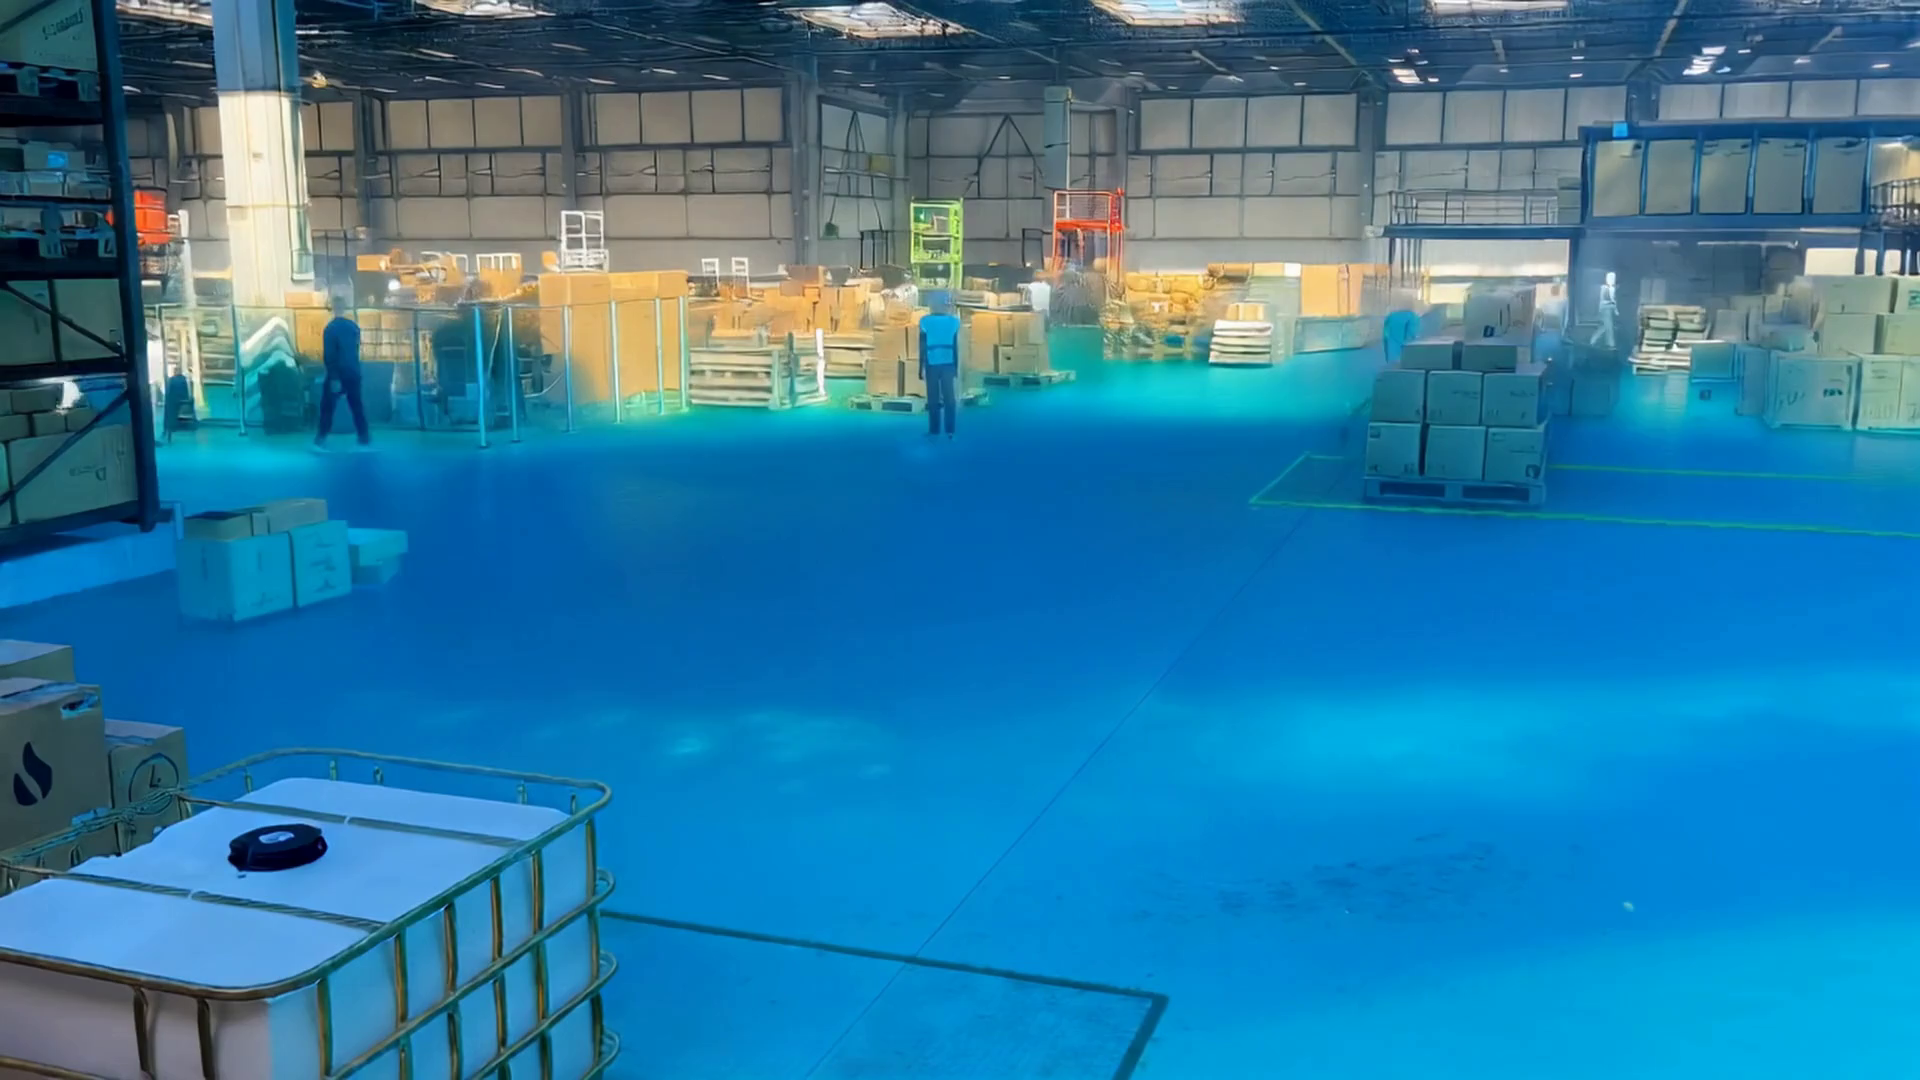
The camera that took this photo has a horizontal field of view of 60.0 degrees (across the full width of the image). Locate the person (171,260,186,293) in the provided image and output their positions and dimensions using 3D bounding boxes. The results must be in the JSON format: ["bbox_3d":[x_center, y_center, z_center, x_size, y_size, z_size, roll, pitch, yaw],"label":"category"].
[{"bbox_3d":[-31.506,-10.351,66.957,0.799,1.960,0.625,-8,13,-39],"label":"person"}]

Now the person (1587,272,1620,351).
[{"bbox_3d":[15.372,-5.445,39.622,0.575,1.859,0.843,-9,13,-41],"label":"person"}]

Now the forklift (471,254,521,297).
[{"bbox_3d":[-17.990,-10.121,64.684,1.157,1.987,2.680,3,11,17],"label":"forklift"}]

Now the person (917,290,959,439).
[{"bbox_3d":[-0.274,-2.266,21.547,0.597,1.916,0.372,-6,12,-30],"label":"person"}]

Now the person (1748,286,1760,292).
[{"bbox_3d":[27.418,-8.527,57.603,0.494,1.624,0.280,4,11,20],"label":"person"}]

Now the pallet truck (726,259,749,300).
[{"bbox_3d":[-7.986,-9.493,62.019,0.823,1.965,1.885,3,11,17],"label":"pallet truck"}]

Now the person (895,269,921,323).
[{"bbox_3d":[-1.252,-5.499,39.753,0.559,1.915,0.458,-5,11,-26],"label":"person"}]

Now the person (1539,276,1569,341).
[{"bbox_3d":[11.242,-4.060,31.657,0.579,1.908,0.809,8,13,38],"label":"person"}]

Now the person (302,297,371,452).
[{"bbox_3d":[-7.545,-1.982,20.066,0.913,1.866,0.671,3,10,16],"label":"person"}]

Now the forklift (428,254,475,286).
[{"bbox_3d":[-20.133,-10.254,65.465,1.157,1.987,2.680,3,11,19],"label":"forklift"}]

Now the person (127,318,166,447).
[{"bbox_3d":[-10.112,-1.949,20.599,0.473,1.613,0.517,3,10,14],"label":"person"}]

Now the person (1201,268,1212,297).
[{"bbox_3d":[8.199,-8.219,55.562,0.489,1.744,0.295,-9,14,-42],"label":"person"}]

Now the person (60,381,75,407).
[{"bbox_3d":[-11.818,-2.320,21.584,0.703,2.017,0.604,5,11,28],"label":"person"}]

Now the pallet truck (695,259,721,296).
[{"bbox_3d":[-9.165,-9.627,62.776,0.823,1.965,1.885,4,11,23],"label":"pallet truck"}]

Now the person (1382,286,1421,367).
[{"bbox_3d":[5.994,-2.490,22.734,0.703,1.941,0.600,-5,11,-28],"label":"person"}]

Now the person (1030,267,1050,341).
[{"bbox_3d":[1.908,-5.481,39.496,0.620,1.980,0.501,9,13,40],"label":"person"}]

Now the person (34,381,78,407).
[{"bbox_3d":[-10.261,-1.670,18.880,0.512,1.675,0.536,-3,10,-14],"label":"person"}]

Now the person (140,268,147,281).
[{"bbox_3d":[-26.815,-8.052,54.575,0.538,1.751,0.562,6,12,30],"label":"person"}]
